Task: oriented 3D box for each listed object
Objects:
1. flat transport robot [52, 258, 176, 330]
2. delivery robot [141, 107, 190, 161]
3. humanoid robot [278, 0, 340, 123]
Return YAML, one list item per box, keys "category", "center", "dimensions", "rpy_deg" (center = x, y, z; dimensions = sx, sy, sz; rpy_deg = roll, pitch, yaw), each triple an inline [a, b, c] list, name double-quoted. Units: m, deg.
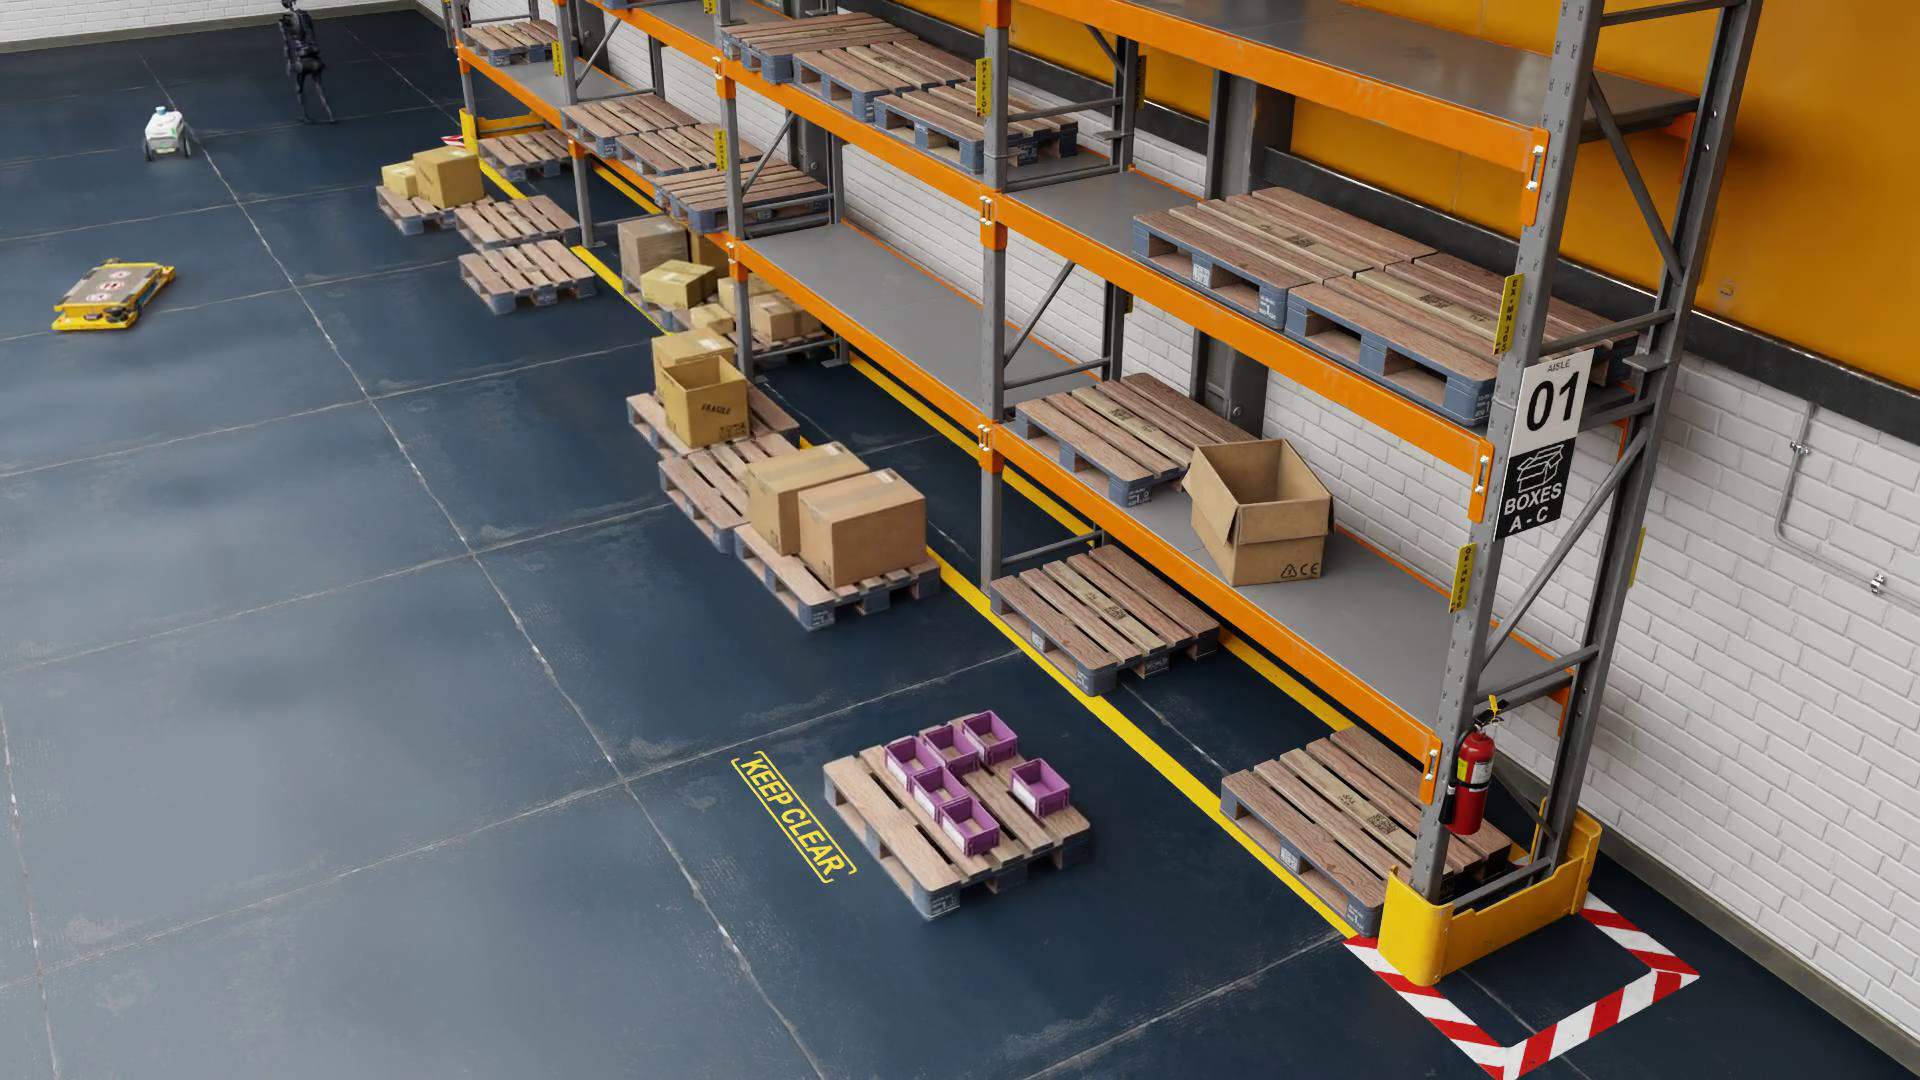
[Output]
- category: "flat transport robot"
  center: [-8.003, -2.333, 15.751]
  dimensions: [0.659, 0.231, 1.431]
  rpy_deg: [-3, 30, -5]
- category: "delivery robot"
  center: [-9.527, -4.867, 19.953]
  dimensions: [0.499, 0.613, 0.796]
  rpy_deg: [-8, 30, -13]
- category: "humanoid robot"
  center: [-8.239, -6.061, 20.921]
  dimensions: [0.634, 1.628, 0.609]
  rpy_deg: [12, 32, 20]
